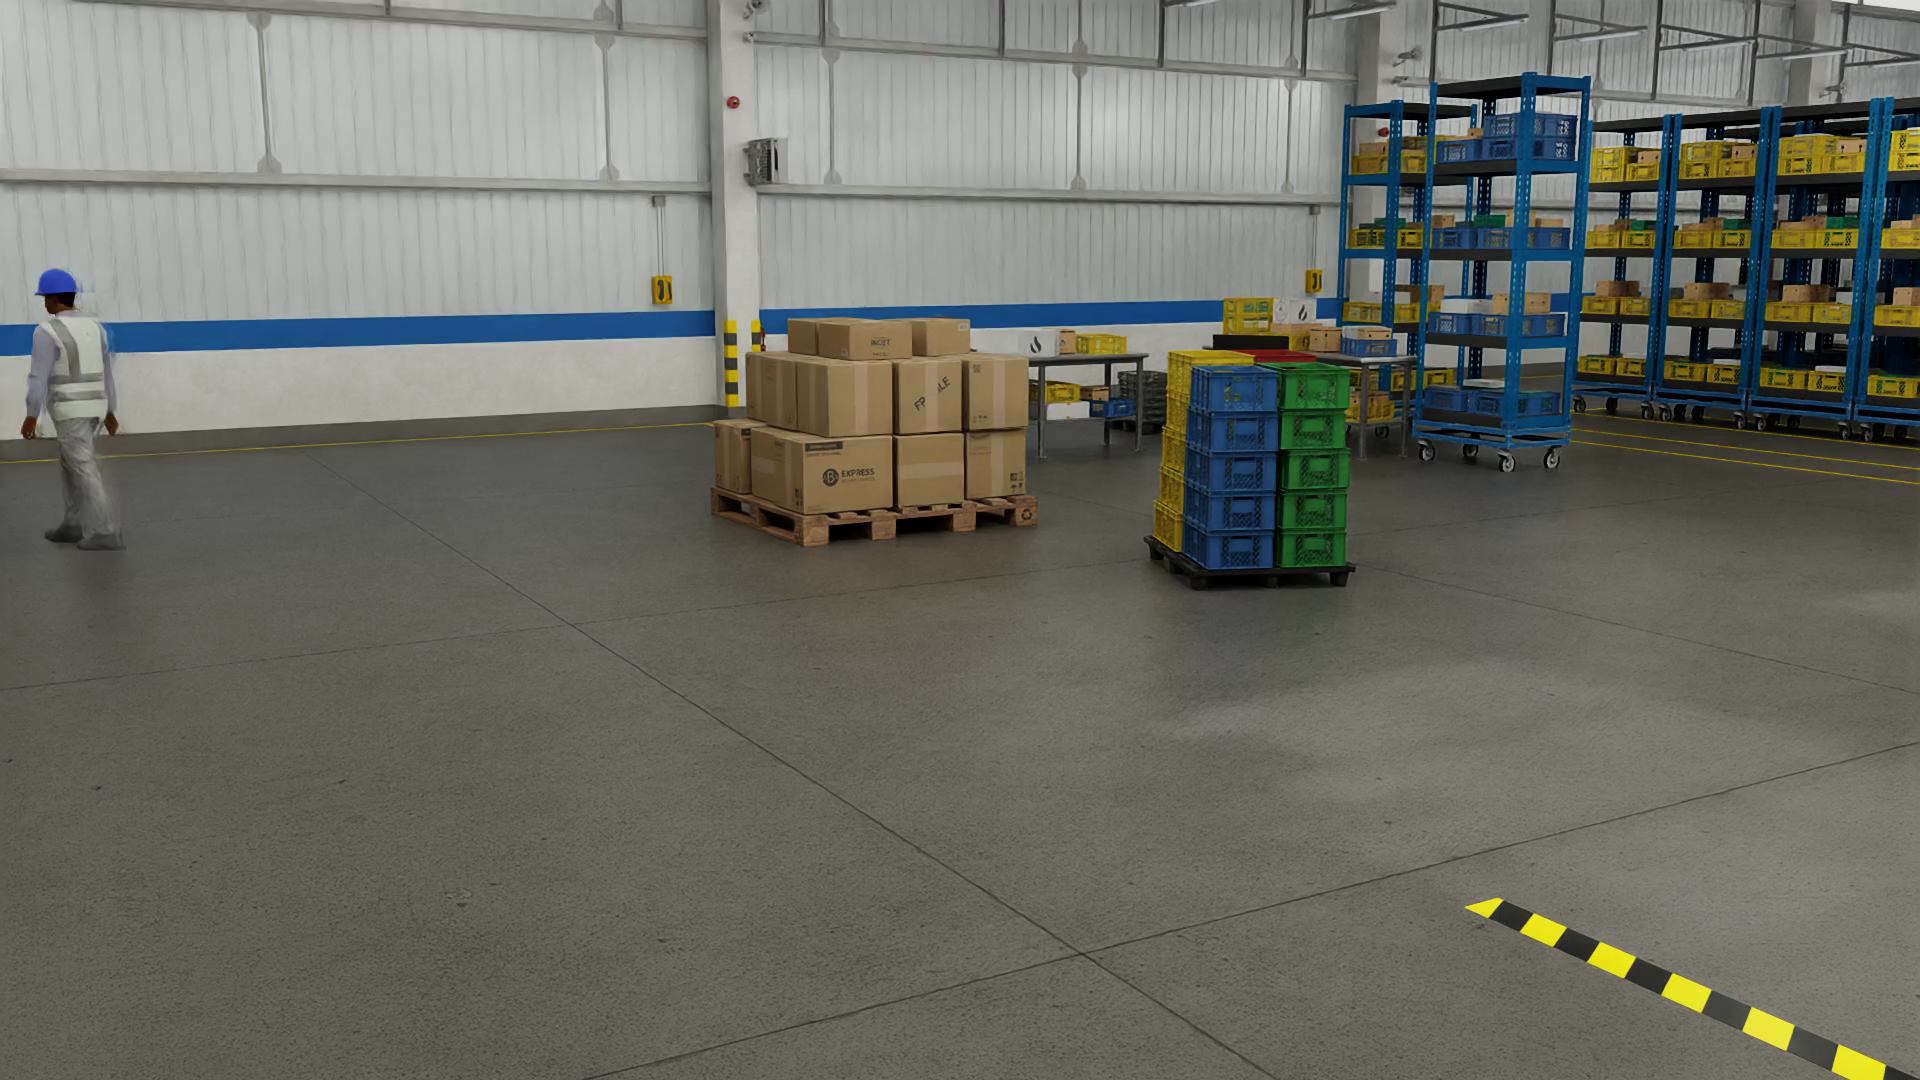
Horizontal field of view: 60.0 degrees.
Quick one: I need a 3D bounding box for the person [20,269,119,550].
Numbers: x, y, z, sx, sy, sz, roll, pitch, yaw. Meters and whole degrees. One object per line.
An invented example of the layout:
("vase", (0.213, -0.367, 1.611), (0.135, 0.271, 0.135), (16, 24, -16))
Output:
("person", (-6.152, -0.875, 11.357), (0.822, 1.916, 0.611), (1, 10, 6))
